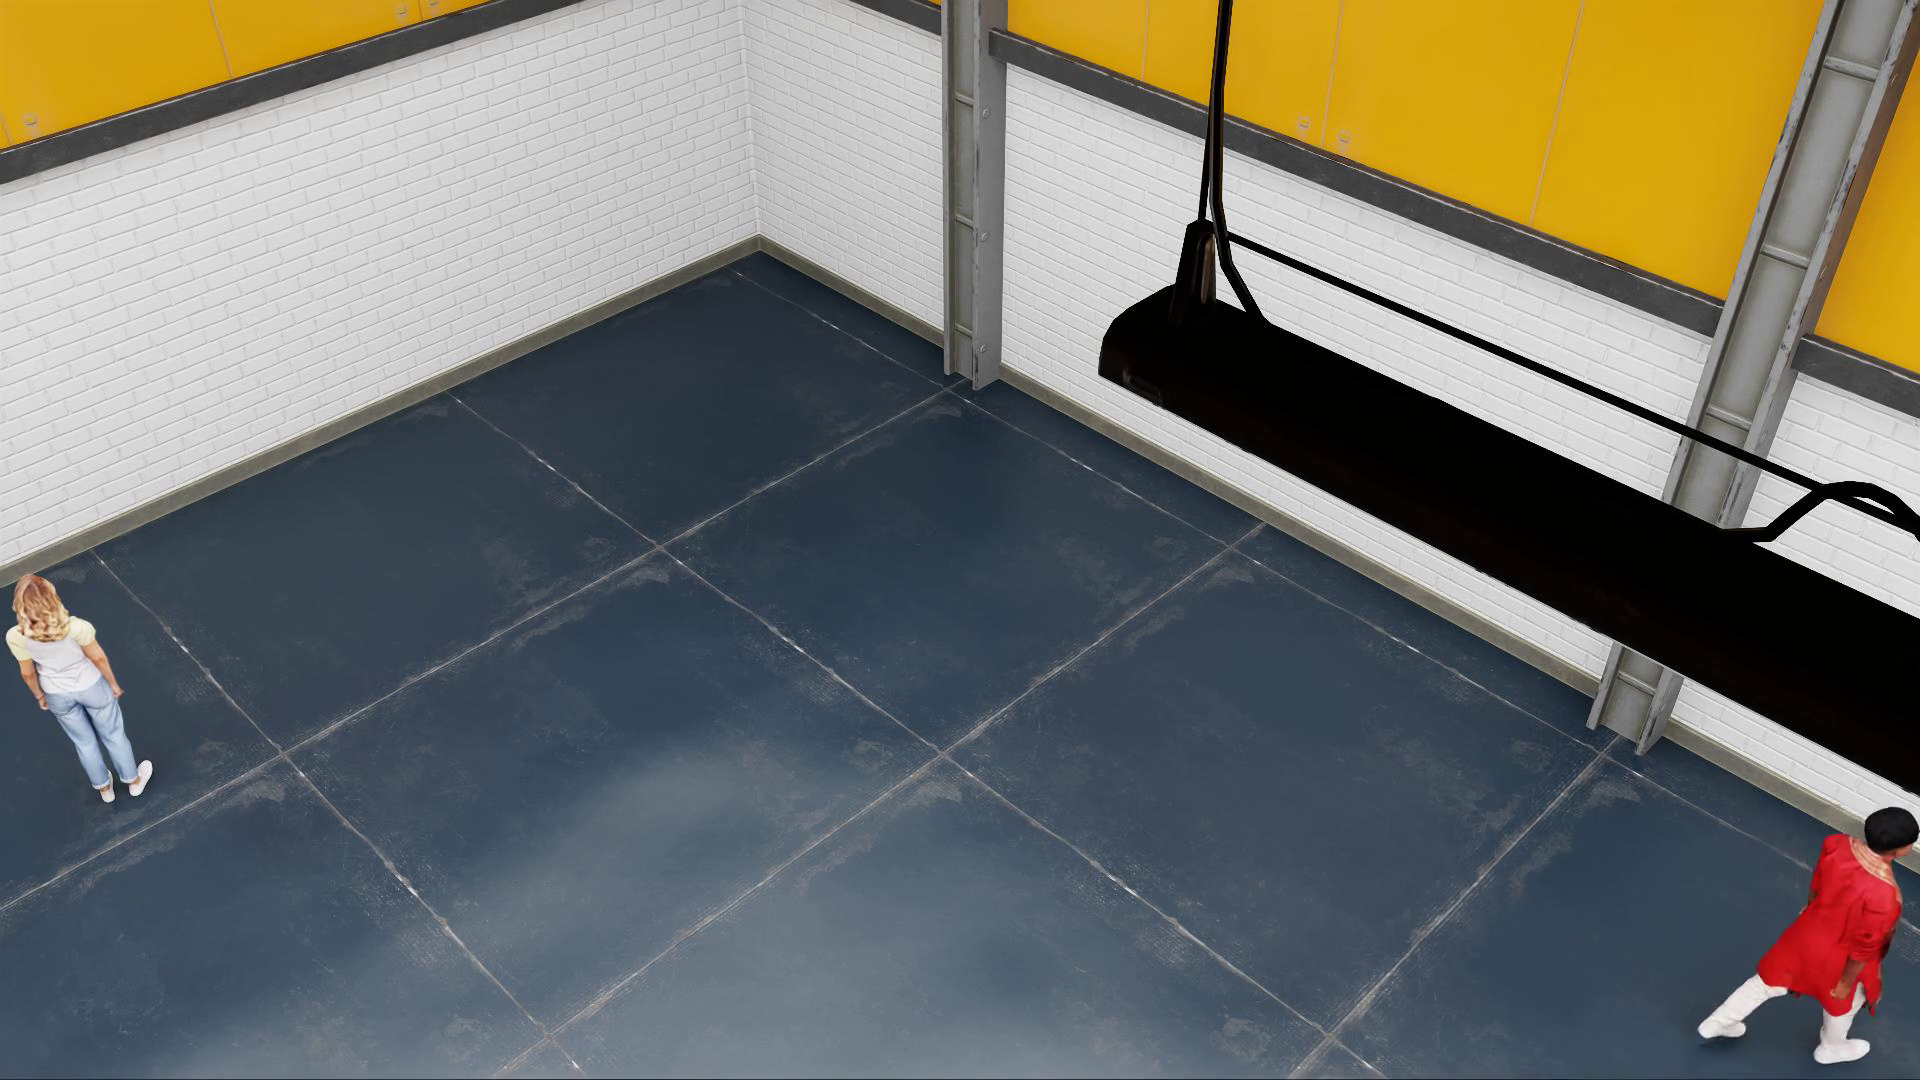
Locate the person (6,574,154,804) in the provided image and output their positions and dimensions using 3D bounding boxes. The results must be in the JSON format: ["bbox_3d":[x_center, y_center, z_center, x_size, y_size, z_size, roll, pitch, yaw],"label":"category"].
[{"bbox_3d":[-5.261,0.896,9.912,0.711,1.723,0.707,-11,40,-13],"label":"person"}]

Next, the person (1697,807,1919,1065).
[{"bbox_3d":[4.309,2.035,8.388,1.150,1.847,1.172,-6,39,-7],"label":"person"}]
